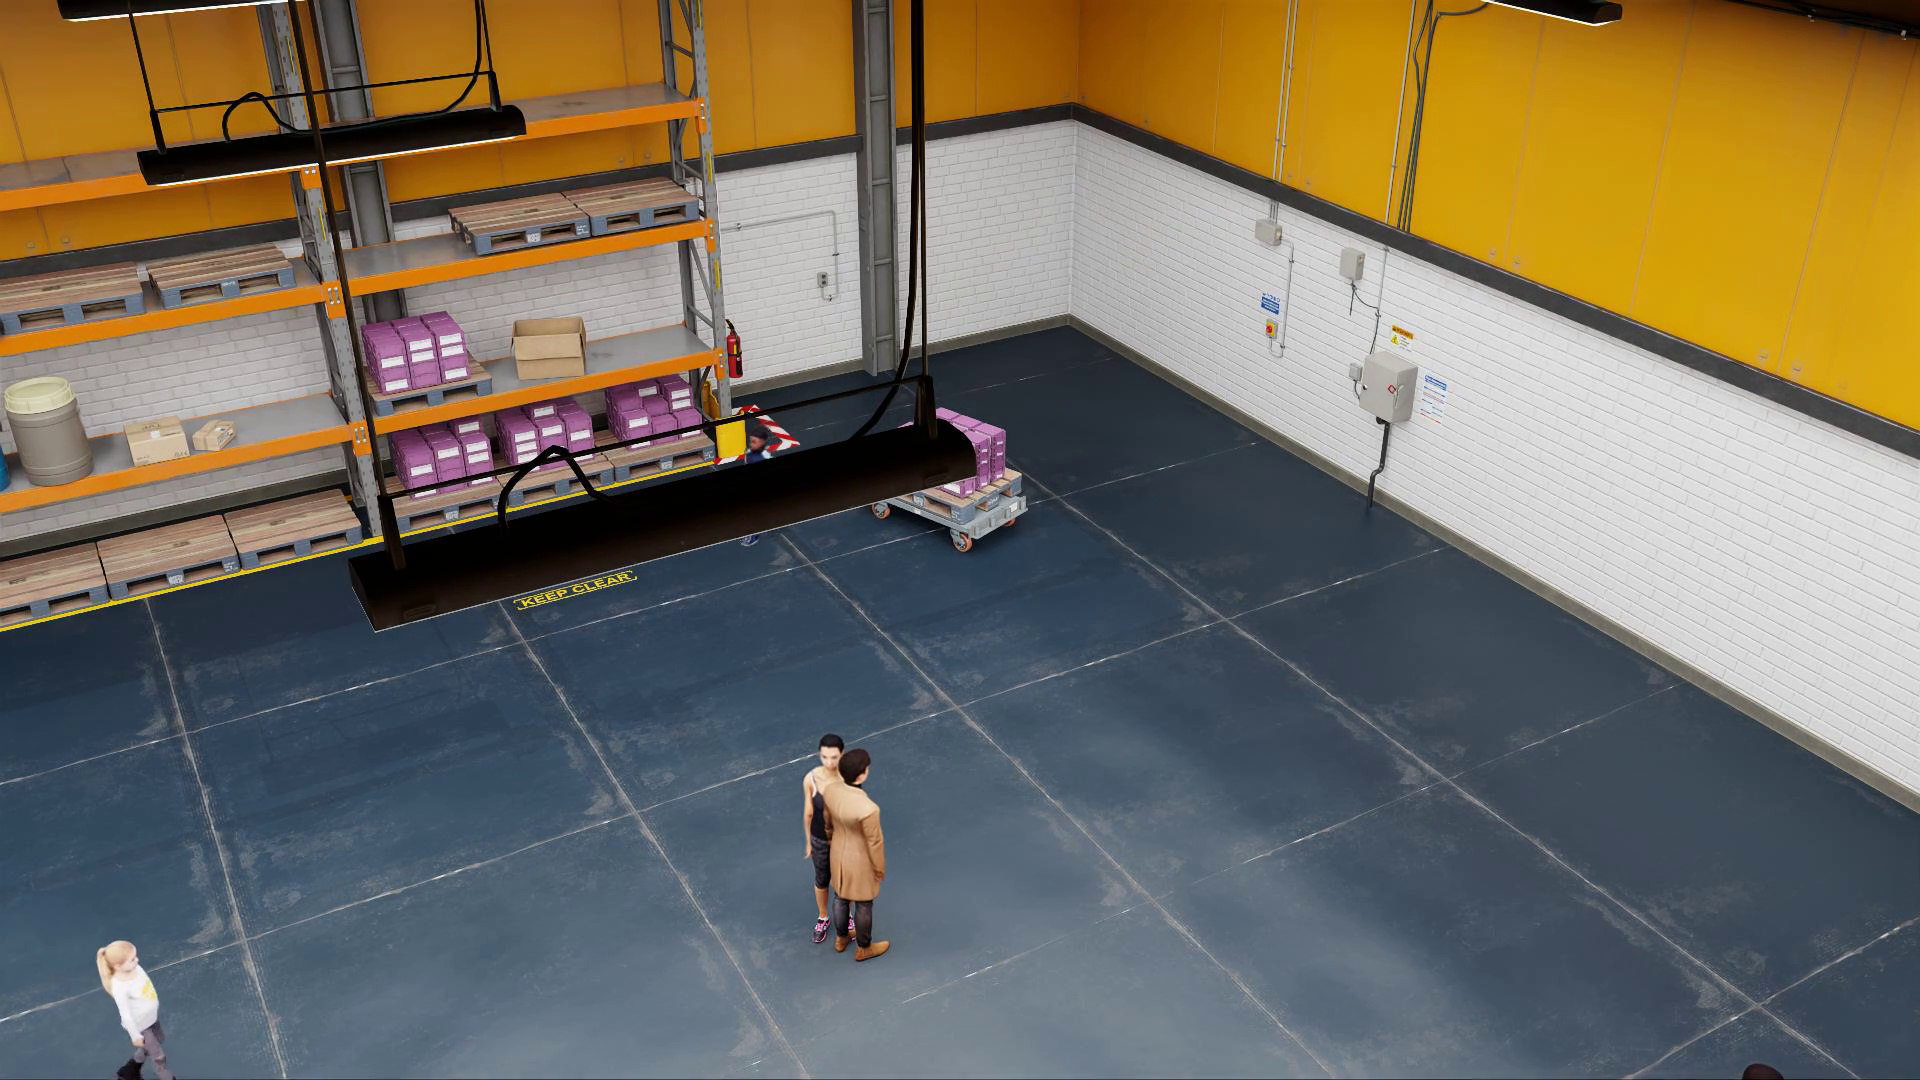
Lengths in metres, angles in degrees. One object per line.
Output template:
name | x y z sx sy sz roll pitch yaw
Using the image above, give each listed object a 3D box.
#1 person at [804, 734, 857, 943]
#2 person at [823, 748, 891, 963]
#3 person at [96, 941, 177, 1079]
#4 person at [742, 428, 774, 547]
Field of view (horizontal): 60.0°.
person | -0.892 2.103 11.830 0.612 1.730 0.711 -1 29 -2
person | -0.750 2.200 11.657 0.745 1.726 0.748 20 35 33
person | -5.250 3.053 10.568 0.837 1.270 0.677 -3 29 -6
person | -2.035 -0.599 17.301 0.713 1.233 0.961 22 36 35
